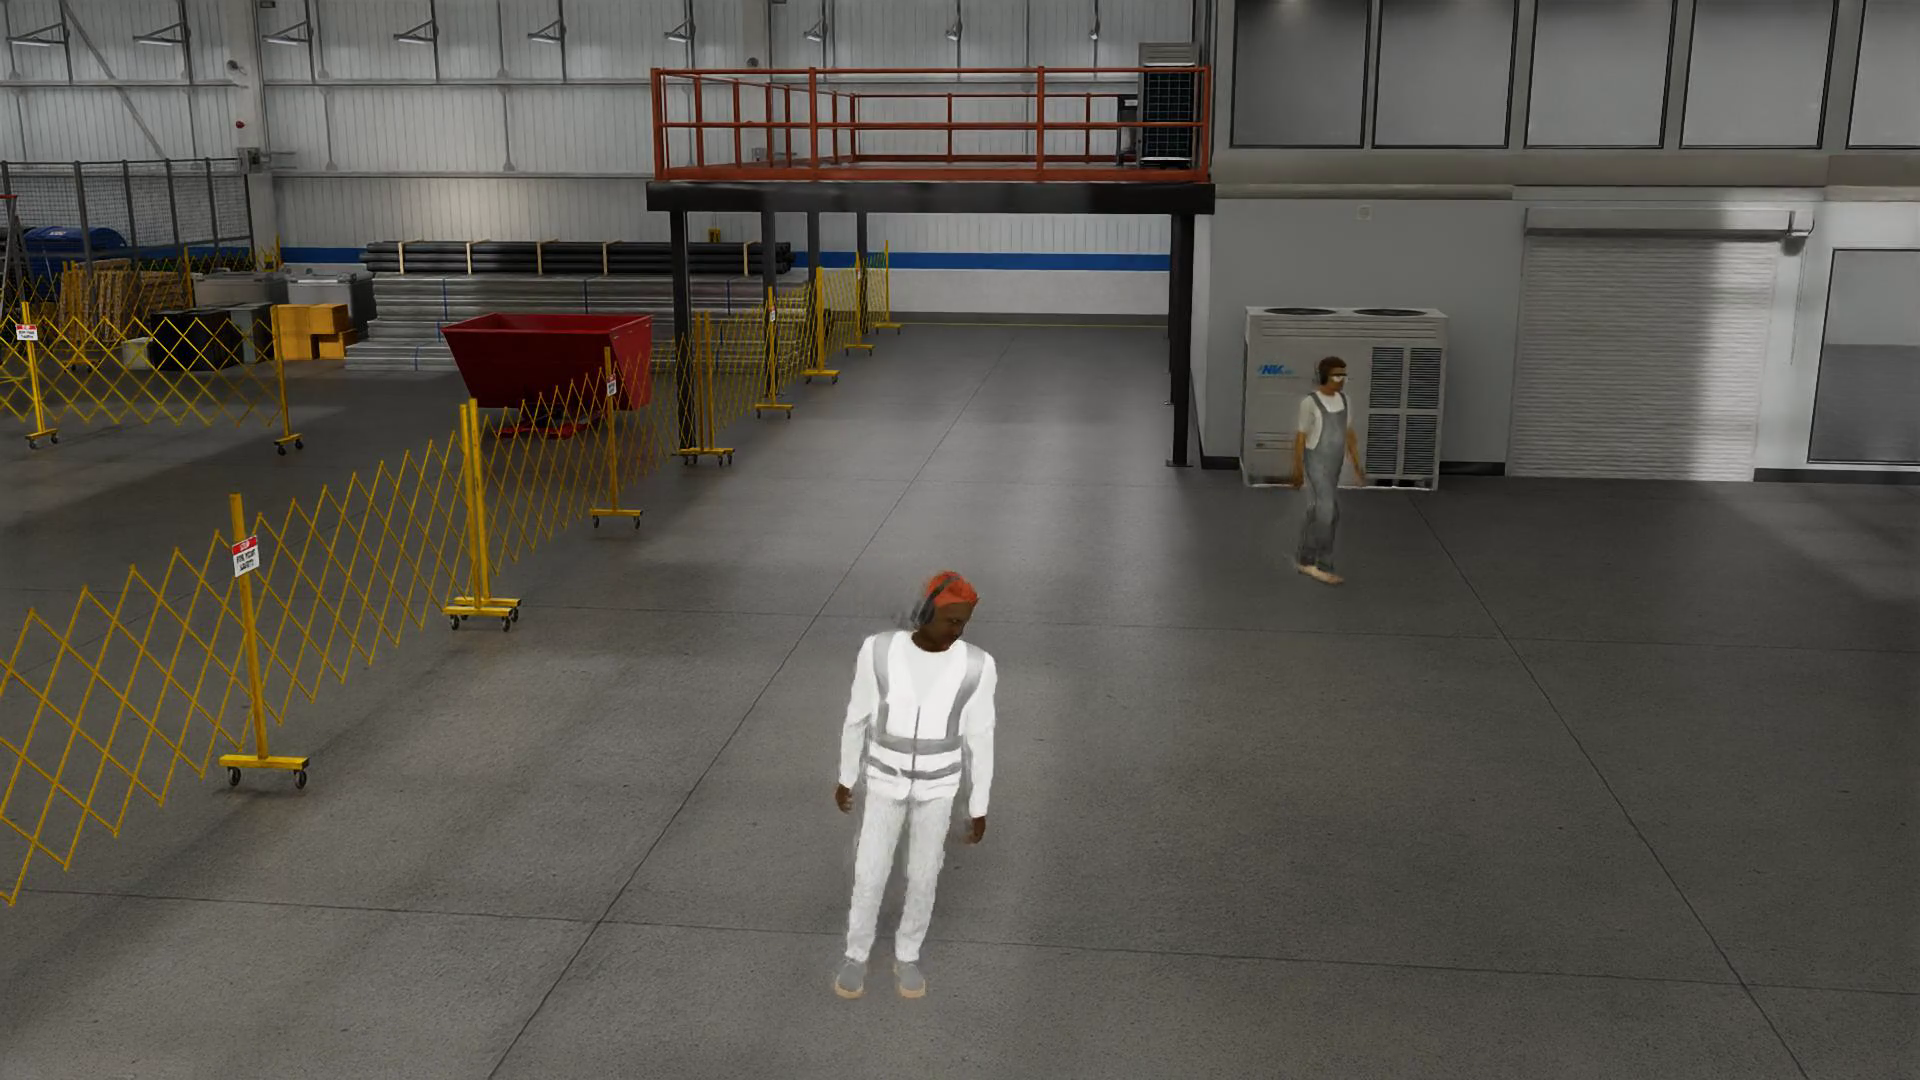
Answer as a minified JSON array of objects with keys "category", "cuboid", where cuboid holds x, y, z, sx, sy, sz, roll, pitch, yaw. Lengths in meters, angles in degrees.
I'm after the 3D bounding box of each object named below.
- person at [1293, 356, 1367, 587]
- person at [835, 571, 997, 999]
[{"category":"person","cuboid":[2.982,-0.545,13.211,0.534,1.820,0.704,-11,18,-39]},{"category":"person","cuboid":[-0.181,1.011,6.829,0.665,1.834,0.372,0,14,1]}]
